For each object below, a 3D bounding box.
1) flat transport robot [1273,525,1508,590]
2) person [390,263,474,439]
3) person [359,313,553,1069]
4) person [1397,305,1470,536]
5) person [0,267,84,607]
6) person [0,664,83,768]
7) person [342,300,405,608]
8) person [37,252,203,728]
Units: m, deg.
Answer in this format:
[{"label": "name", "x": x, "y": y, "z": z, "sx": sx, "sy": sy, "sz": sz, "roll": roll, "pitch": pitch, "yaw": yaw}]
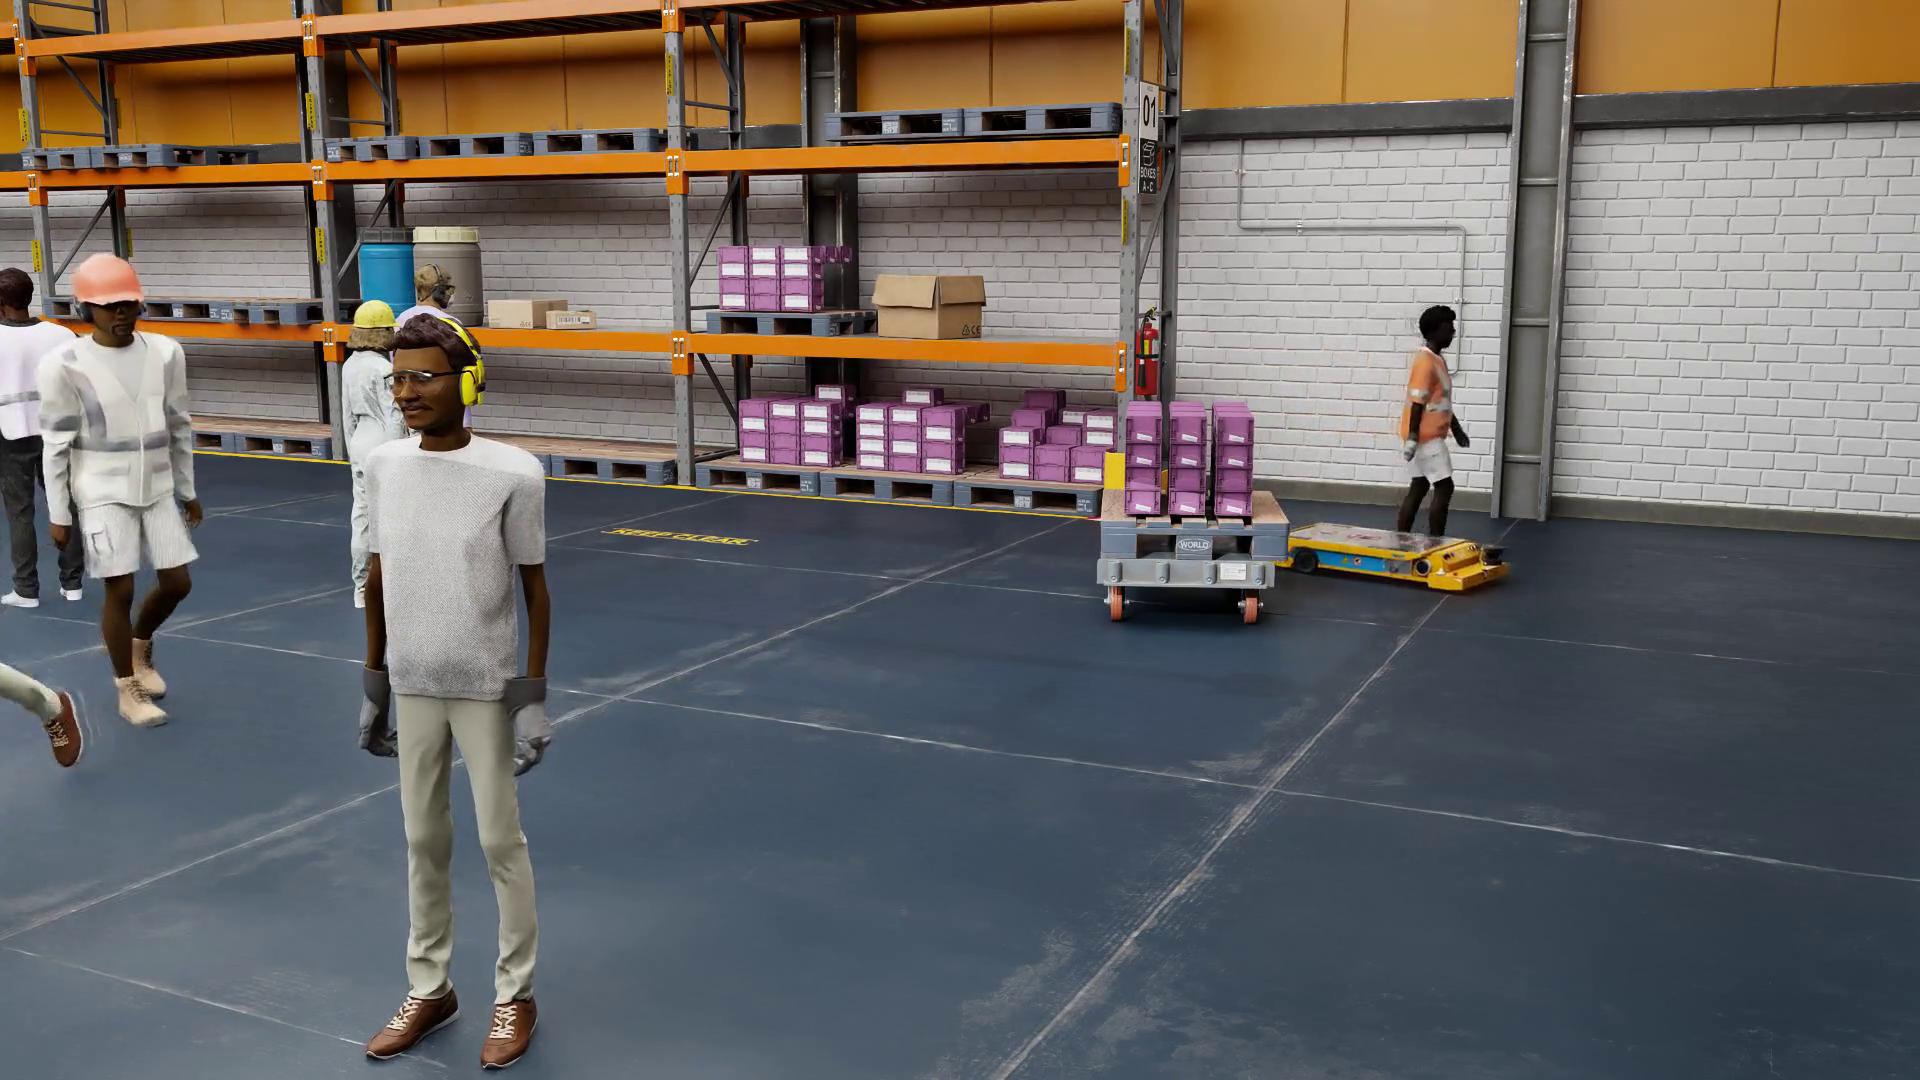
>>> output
[{"label": "flat transport robot", "x": 2.603, "y": 0.084, "z": 10.393, "sx": 1.431, "sy": 0.197, "sz": 0.652, "roll": 8, "pitch": 13, "yaw": 40}, {"label": "person", "x": -3.276, "y": -0.753, "z": 10.418, "sx": 0.638, "sy": 1.937, "sz": 0.357, "roll": 7, "pitch": 12, "yaw": 33}, {"label": "person", "x": -1.256, "y": 0.380, "z": 4.122, "sx": 0.521, "sy": 1.874, "sz": 0.327, "roll": 2, "pitch": 10, "yaw": 12}, {"label": "person", "x": 3.012, "y": -0.650, "z": 10.593, "sx": 0.510, "sy": 1.671, "sz": 0.547, "roll": 2, "pitch": 10, "yaw": 14}, {"label": "person", "x": -5.282, "y": -0.576, "z": 9.451, "sx": 0.392, "sy": 1.922, "sz": 0.590, "roll": 8, "pitch": 13, "yaw": 39}, {"label": "person", "x": -3.660, "y": 0.098, "z": 5.934, "sx": 0.547, "sy": 1.814, "sz": 0.930, "roll": 3, "pitch": 10, "yaw": 16}, {"label": "person", "x": -3.251, "y": -0.467, "z": 9.336, "sx": 0.493, "sy": 1.743, "sz": 0.312, "roll": 8, "pitch": 13, "yaw": 39}, {"label": "person", "x": -3.549, "y": -0.200, "z": 7.048, "sx": 0.656, "sy": 2.012, "sz": 0.641, "roll": 7, "pitch": 12, "yaw": 36}]
